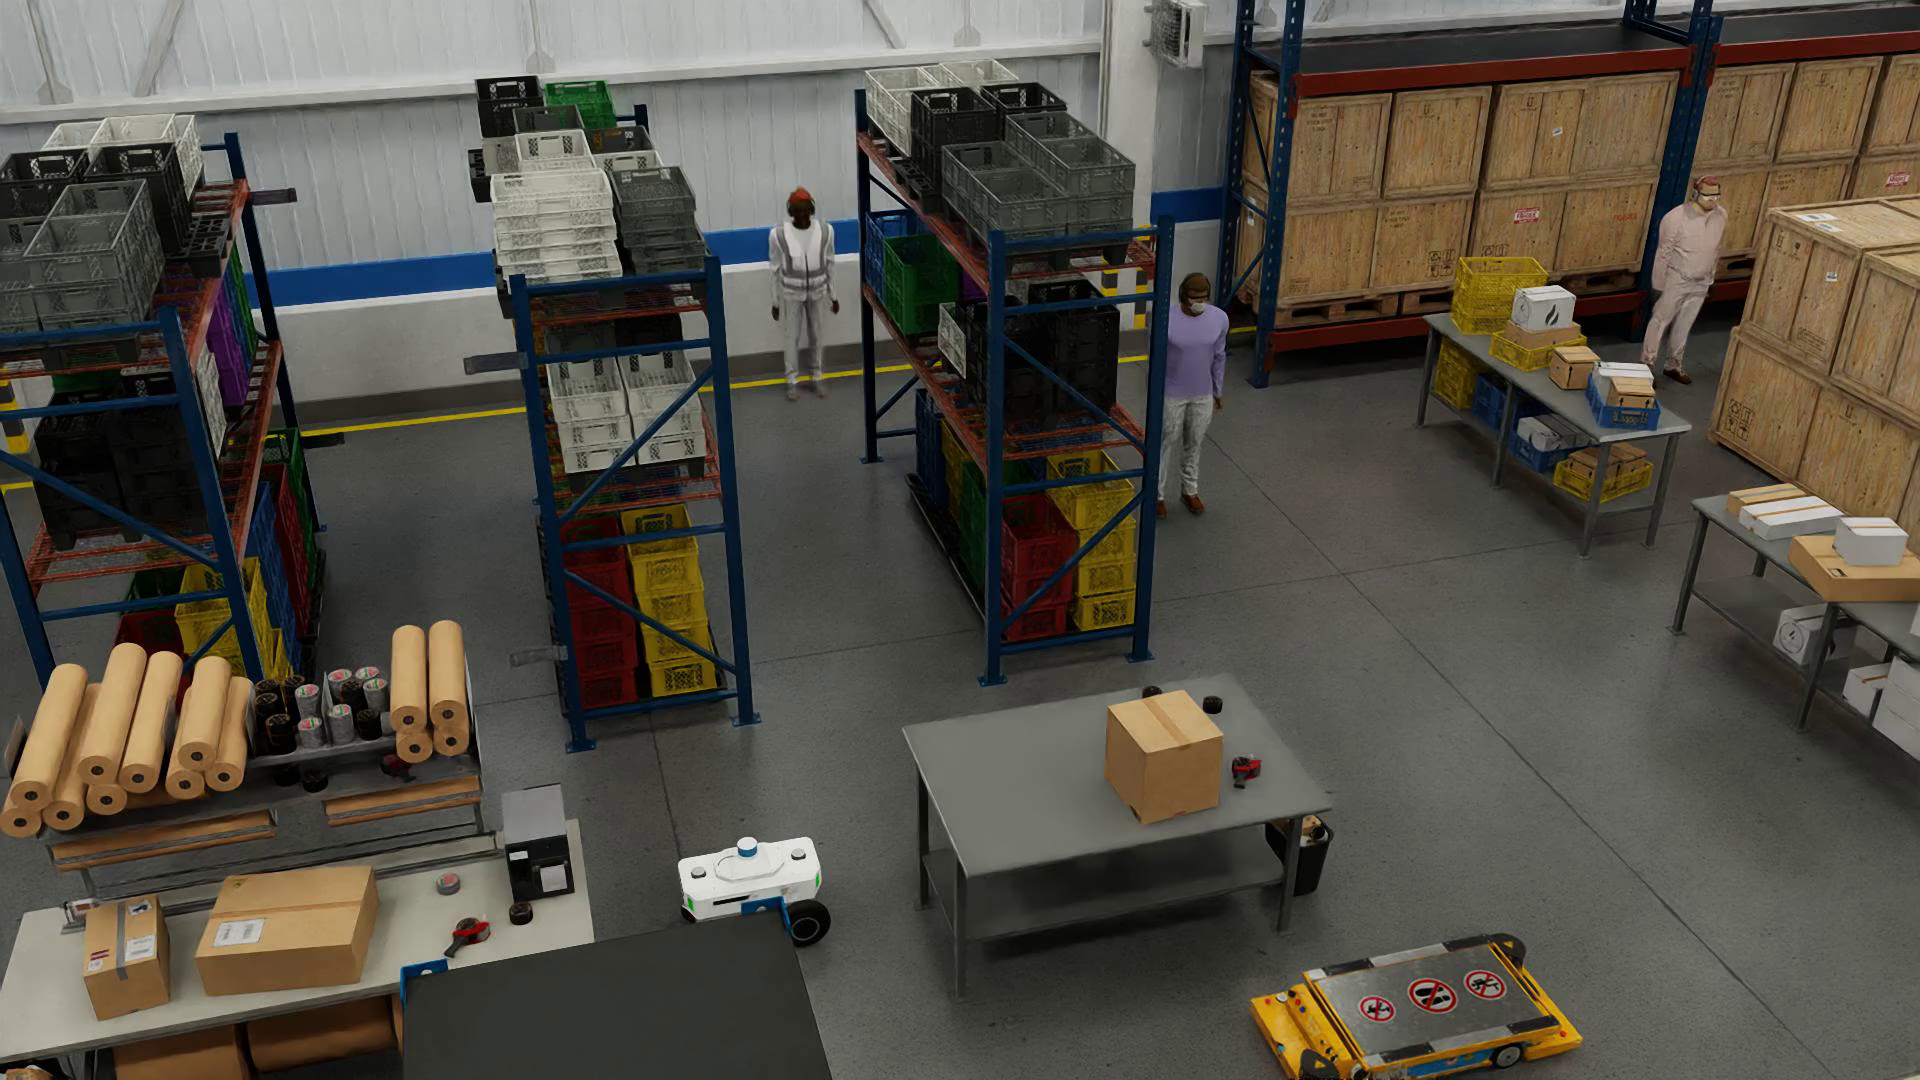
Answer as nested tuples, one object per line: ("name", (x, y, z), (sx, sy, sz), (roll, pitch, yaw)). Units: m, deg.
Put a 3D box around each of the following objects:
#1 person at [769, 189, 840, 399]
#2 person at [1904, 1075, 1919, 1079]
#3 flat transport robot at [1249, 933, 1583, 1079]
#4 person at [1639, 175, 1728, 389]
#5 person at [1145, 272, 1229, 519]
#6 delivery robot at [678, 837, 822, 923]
("person", (-1.345, -2.106, 14.332), (0.595, 1.866, 0.400), (-9, 30, -15))
("person", (3.466, 2.459, 6.052), (0.600, 1.827, 0.404), (-8, 30, -14))
("flat transport robot", (2.185, 2.279, 7.979), (1.431, 0.197, 0.652), (-8, 30, -14))
("person", (6.357, -2.260, 14.560), (0.651, 1.906, 0.403), (-8, 30, -14))
("person", (1.676, -1.082, 12.384), (0.635, 1.936, 0.356), (-8, 30, -14))
("delivery robot", (-1.084, 1.750, 8.563), (0.707, 0.478, 0.477), (-8, 30, -14))
